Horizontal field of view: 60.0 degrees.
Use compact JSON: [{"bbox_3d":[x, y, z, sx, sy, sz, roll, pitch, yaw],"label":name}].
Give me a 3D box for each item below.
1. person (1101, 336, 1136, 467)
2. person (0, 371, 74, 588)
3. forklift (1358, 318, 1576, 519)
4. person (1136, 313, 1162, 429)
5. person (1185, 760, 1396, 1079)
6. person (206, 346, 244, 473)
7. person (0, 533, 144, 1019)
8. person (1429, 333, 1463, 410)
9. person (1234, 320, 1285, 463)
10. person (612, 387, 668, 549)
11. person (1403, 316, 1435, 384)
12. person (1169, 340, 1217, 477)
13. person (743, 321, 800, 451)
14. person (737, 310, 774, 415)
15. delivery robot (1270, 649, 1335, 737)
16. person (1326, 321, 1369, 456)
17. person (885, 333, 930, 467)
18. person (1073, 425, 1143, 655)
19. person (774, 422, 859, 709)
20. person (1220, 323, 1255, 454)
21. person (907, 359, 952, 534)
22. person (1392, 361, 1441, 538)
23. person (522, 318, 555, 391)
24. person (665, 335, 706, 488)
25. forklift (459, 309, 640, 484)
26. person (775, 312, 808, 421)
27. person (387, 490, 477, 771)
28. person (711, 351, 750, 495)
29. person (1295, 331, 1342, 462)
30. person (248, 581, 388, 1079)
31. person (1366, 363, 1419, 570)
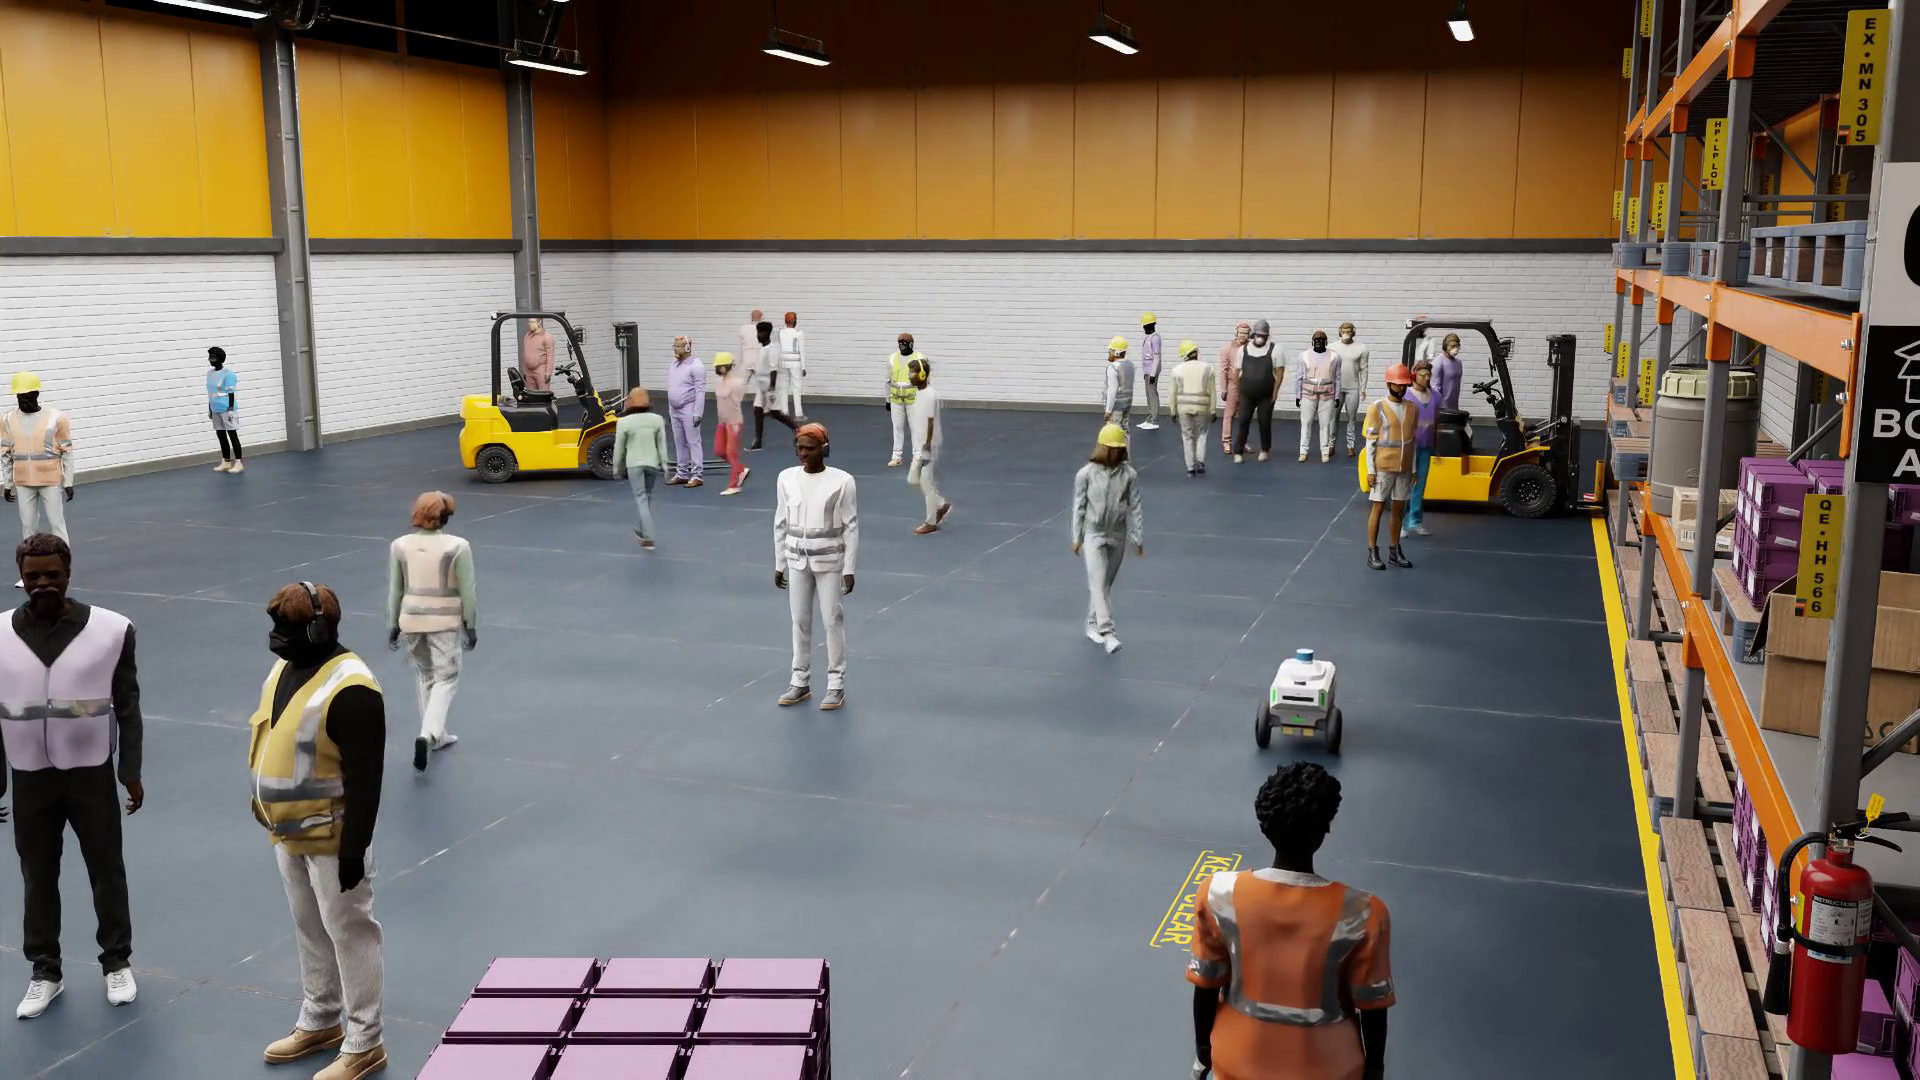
[{"bbox_3d":[2.068,-1.760,21.908,0.404,1.834,0.600,7,12,34],"label":"person"},{"bbox_3d":[-8.170,-0.531,14.727,0.593,1.925,0.384,-1,10,-7],"label":"person"},{"bbox_3d":[5.787,-1.437,19.079,2.313,2.155,1.214,3,11,19],"label":"forklift"},{"bbox_3d":[3.133,-2.781,27.425,0.374,1.920,0.585,-1,10,-6],"label":"person"},{"bbox_3d":[0.871,1.414,4.422,0.542,1.695,0.316,3,11,19],"label":"person"},{"bbox_3d":[-9.825,-1.732,22.156,0.534,1.691,0.320,6,12,30],"label":"person"},{"bbox_3d":[-3.558,0.915,6.604,0.591,1.922,0.390,-4,11,-20],"label":"person"},{"bbox_3d":[6.075,-1.619,20.832,0.349,1.935,0.635,10,14,44],"label":"person"},{"bbox_3d":[4.150,-2.086,23.170,0.699,2.000,0.645,3,10,16],"label":"person"},{"bbox_3d":[-3.263,-0.739,16.800,0.526,1.593,0.802,-7,12,-34],"label":"person"},{"bbox_3d":[7.416,-2.683,26.953,0.562,1.881,0.886,6,12,31],"label":"person"},{"bbox_3d":[3.052,-1.716,21.776,0.624,1.792,0.447,1,10,8],"label":"person"},{"bbox_3d":[-2.754,-2.277,24.572,0.879,1.936,0.602,-5,11,-26],"label":"person"},{"bbox_3d":[-3.682,-3.126,29.510,0.857,1.879,0.546,0,10,-2],"label":"person"},{"bbox_3d":[2.106,0.913,10.199,0.477,0.478,0.707,3,11,16],"label":"delivery robot"},{"bbox_3d":[5.550,-2.172,23.943,0.629,1.939,0.372,3,10,16],"label":"person"},{"bbox_3d":[-0.733,-1.902,22.694,0.633,1.841,0.429,3,11,18],"label":"person"},{"bbox_3d":[1.127,-0.007,12.386,0.501,1.693,0.917,-3,11,-17],"label":"person"},{"bbox_3d":[-0.953,0.170,10.903,0.585,1.883,0.343,4,11,20],"label":"person"},{"bbox_3d":[4.093,-2.197,24.179,0.642,1.905,0.399,-3,10,-14],"label":"person"},{"bbox_3d":[-0.339,-0.981,17.498,0.443,1.848,0.550,-4,11,-23],"label":"person"},{"bbox_3d":[4.728,-0.948,17.318,0.570,1.840,0.373,-4,11,-22],"label":"person"},{"bbox_3d":[-6.981,-2.779,27.440,0.643,1.911,0.411,6,12,31],"label":"person"},{"bbox_3d":[-3.466,-1.614,20.890,0.641,1.908,0.407,9,14,42],"label":"person"},{"bbox_3d":[-5.354,-1.902,21.697,2.313,2.155,1.214,-2,10,-13],"label":"forklift"},{"bbox_3d":[-2.911,-2.989,28.701,0.575,1.882,0.362,5,11,25],"label":"person"},{"bbox_3d":[-3.110,0.522,9.707,0.551,1.607,0.710,2,10,9],"label":"person"},{"bbox_3d":[-2.782,-1.421,20.247,0.458,1.750,0.526,-9,13,-41],"label":"person"},{"bbox_3d":[5.005,-2.003,23.262,0.634,1.842,0.429,2,10,11],"label":"person"},{"bbox_3d":[-2.328,1.056,6.034,0.627,1.844,0.429,9,13,40],"label":"person"},{"bbox_3d":[4.061,-0.688,15.584,0.551,1.937,0.357,-4,11,-19],"label":"person"}]
